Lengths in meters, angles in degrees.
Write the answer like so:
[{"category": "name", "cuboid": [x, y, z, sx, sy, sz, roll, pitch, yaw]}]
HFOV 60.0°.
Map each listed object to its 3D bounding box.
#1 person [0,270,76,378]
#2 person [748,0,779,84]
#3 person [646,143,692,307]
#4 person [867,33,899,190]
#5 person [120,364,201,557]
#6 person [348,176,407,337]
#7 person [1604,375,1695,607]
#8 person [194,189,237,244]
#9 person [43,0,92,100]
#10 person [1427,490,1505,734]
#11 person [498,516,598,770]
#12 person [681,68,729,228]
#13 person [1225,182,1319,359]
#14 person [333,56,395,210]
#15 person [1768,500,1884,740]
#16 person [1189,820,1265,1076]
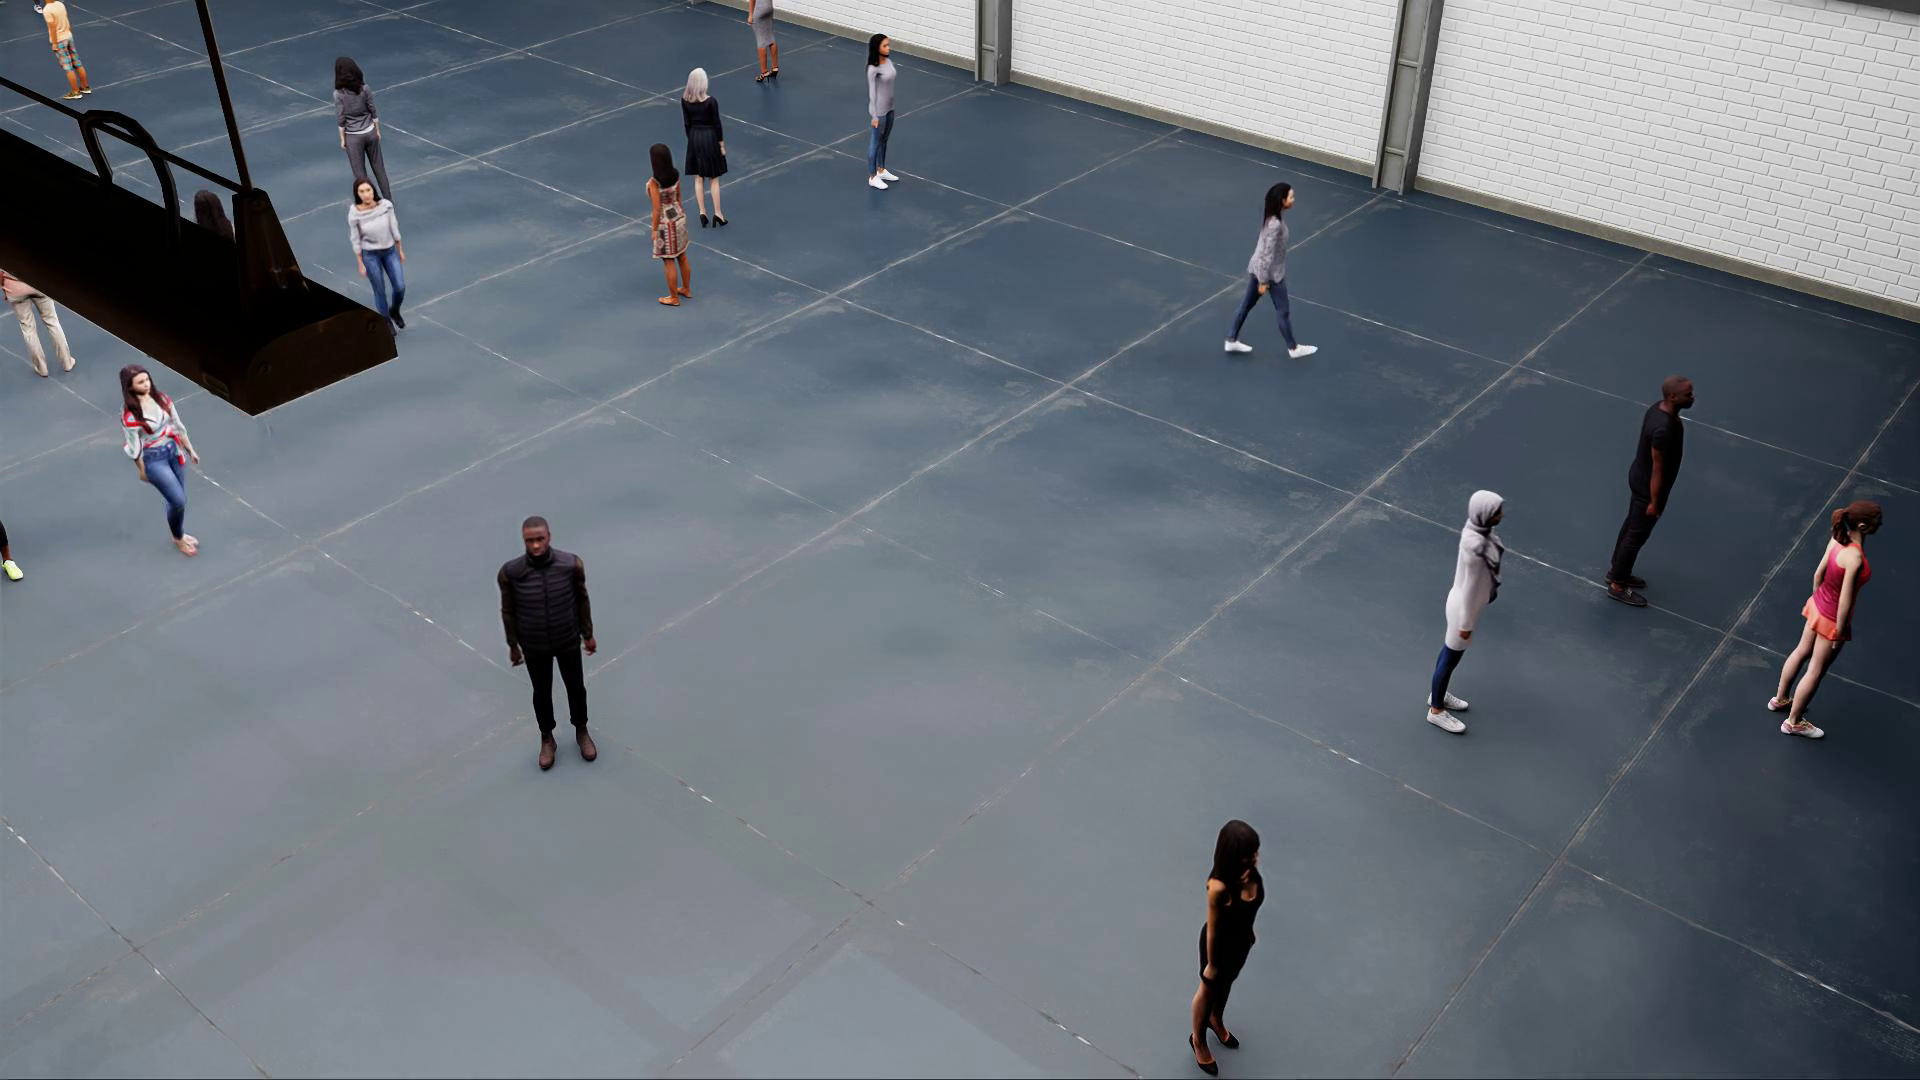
[{"category": "person", "cuboid": [-8.473, -2.309, 15.086, 0.668, 1.726, 0.635, -18, 38, -25]}, {"category": "person", "cuboid": [-2.627, -6.993, 22.083, 0.518, 1.781, 0.582, 24, 41, 32]}, {"category": "person", "cuboid": [-2.865, -3.110, 16.364, 0.586, 1.645, 0.685, 18, 37, 25]}, {"category": "person", "cuboid": [-0.907, -4.915, 18.998, 0.606, 1.734, 0.660, 15, 36, 21]}, {"category": "person", "cuboid": [-6.146, -0.629, 12.674, 0.709, 1.598, 0.686, 12, 35, 17]}, {"category": "person", "cuboid": [-5.537, -2.708, 15.784, 0.689, 1.617, 0.671, -21, 39, -28]}, {"category": "person", "cuboid": [5.013, -0.383, 12.104, 0.698, 1.820, 0.738, 11, 35, 16]}, {"category": "person", "cuboid": [-6.634, -2.308, 15.084, 0.684, 1.725, 0.725, -12, 36, -18]}, {"category": "person", "cuboid": [-11.664, -6.498, 21.627, 0.617, 1.461, 0.603, 7, 34, 10]}, {"category": "person", "cuboid": [3.304, 0.446, 10.897, 0.626, 1.775, 0.670, 14, 36, 20]}, {"category": "person", "cuboid": [-2.594, 0.630, 10.564, 0.781, 1.835, 0.787, -9, 35, -13]}, {"category": "person", "cuboid": [-2.753, -4.235, 17.965, 0.644, 1.746, 0.755, 8, 34, 12]}, {"category": "person", "cuboid": [2.737, -2.456, 15.338, 1.166, 1.691, 1.041, 2, 34, 3]}, {"category": "person", "cuboid": [-6.565, -4.413, 18.216, 0.642, 1.764, 0.587, -23, 40, -30]}, {"category": "person", "cuboid": [5.669, 0.490, 10.851, 0.704, 1.752, 0.662, 2, 34, 3]}, {"category": "person", "cuboid": [1.365, 2.070, 8.567, 0.466, 1.649, 0.566, 26, 41, 33]}]
